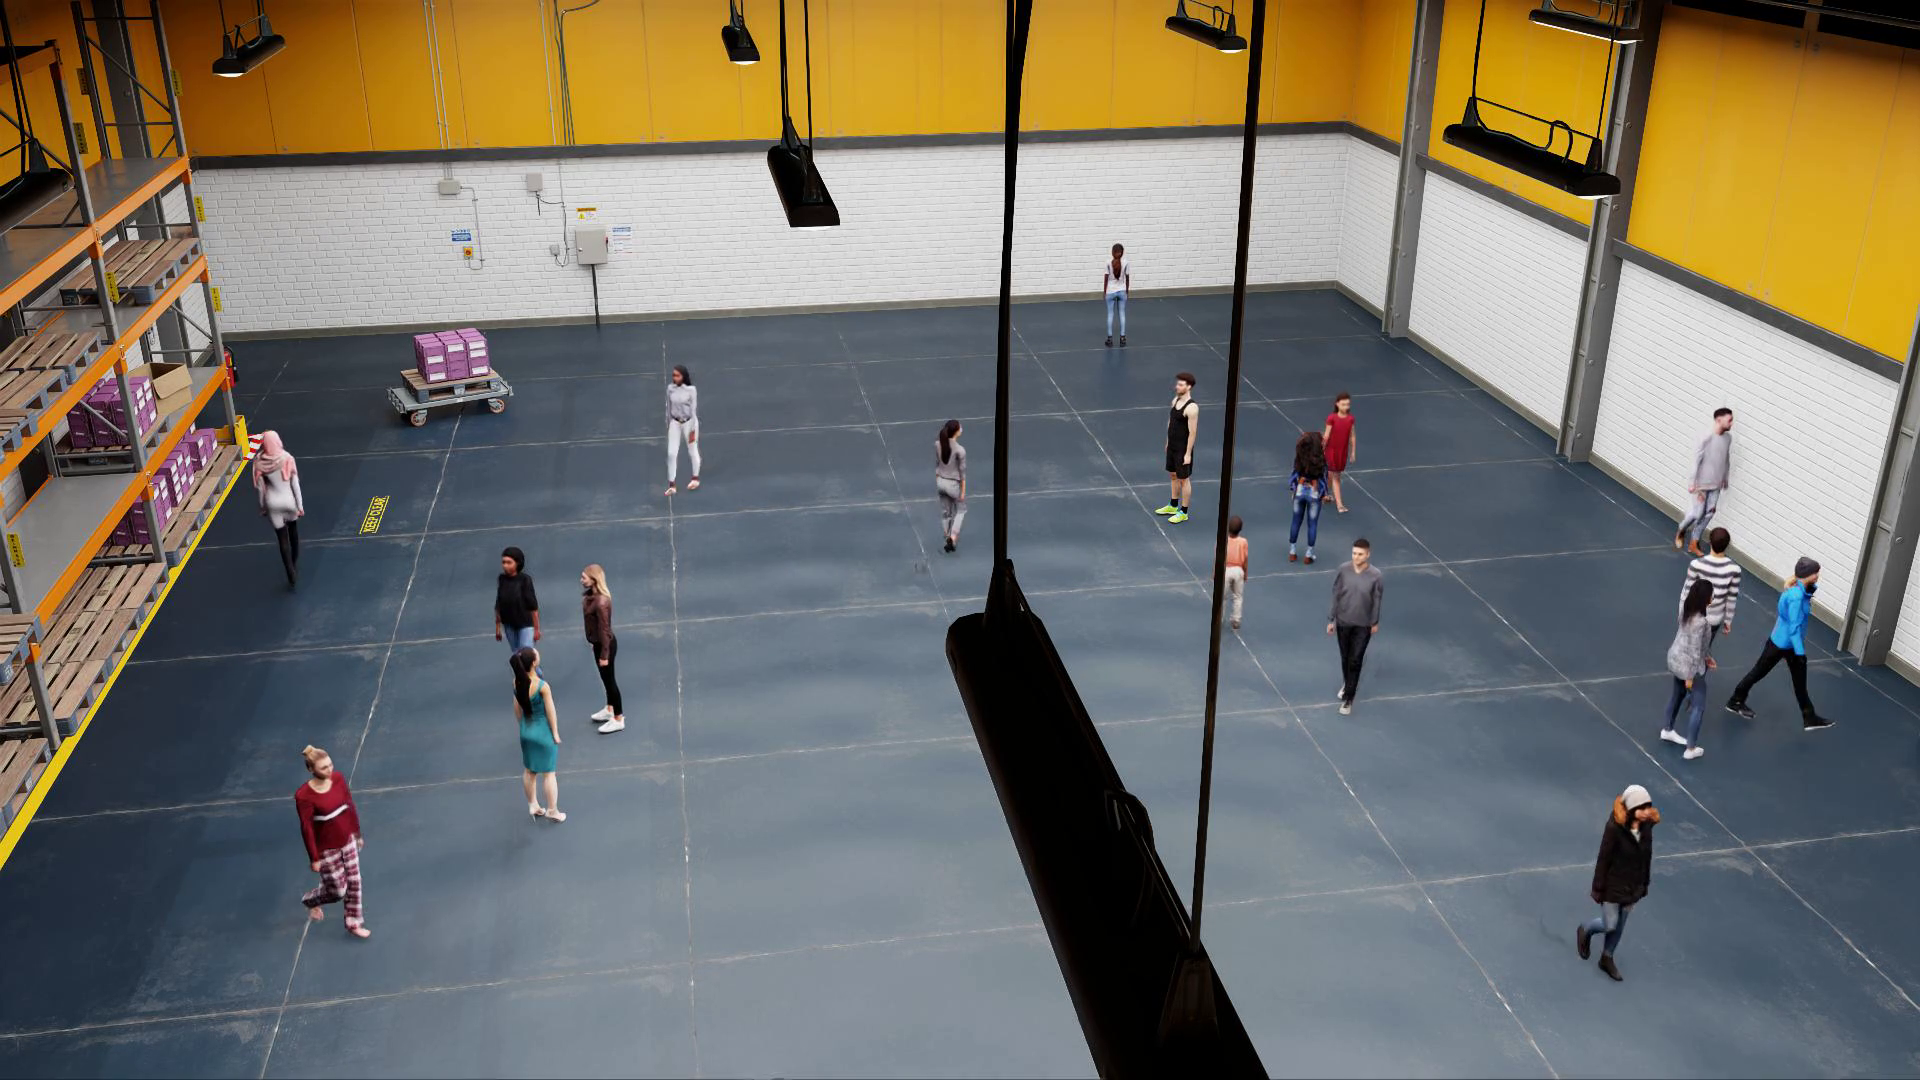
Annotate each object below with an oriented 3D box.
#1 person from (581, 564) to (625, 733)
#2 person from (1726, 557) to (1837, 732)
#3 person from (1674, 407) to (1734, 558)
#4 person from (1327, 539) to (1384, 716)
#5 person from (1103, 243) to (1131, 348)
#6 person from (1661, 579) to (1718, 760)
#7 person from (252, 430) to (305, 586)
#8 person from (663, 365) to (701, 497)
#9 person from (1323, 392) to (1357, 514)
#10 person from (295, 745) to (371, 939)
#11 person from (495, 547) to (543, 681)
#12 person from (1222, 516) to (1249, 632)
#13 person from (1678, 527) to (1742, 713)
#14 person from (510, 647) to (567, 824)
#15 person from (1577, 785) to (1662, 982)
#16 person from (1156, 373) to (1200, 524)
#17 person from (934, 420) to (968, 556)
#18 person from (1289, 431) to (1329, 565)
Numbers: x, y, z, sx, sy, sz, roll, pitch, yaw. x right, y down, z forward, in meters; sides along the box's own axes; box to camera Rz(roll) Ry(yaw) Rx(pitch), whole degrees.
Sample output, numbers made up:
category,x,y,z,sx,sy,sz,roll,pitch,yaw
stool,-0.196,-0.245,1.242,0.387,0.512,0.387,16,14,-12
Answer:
category,x,y,z,sx,sy,sz,roll,pitch,yaw
person,-3.389,1.008,15.839,0.700,1.704,0.511,-9,25,-19
person,7.744,0.987,15.841,1.238,1.741,1.119,19,30,36
person,8.804,-0.705,19.619,0.769,1.814,0.770,-6,24,-13
person,3.889,0.780,16.318,0.968,1.737,1.065,12,26,26
person,2.576,-4.048,27.386,0.607,1.719,0.558,-1,24,-3
person,6.721,1.143,15.510,0.804,1.720,0.718,6,24,14
person,-7.691,-0.336,18.852,0.798,1.753,1.225,-8,25,-18
person,-3.513,-1.458,21.480,0.840,1.703,1.013,6,24,14
person,4.743,-1.138,20.992,0.561,1.508,1.044,-5,24,-11
person,-4.892,2.326,12.843,0.902,1.688,0.852,11,26,24
person,-4.276,0.813,16.301,0.693,1.691,0.731,8,25,18
person,2.914,0.352,17.830,0.532,1.310,0.524,1,24,3
person,7.246,0.802,16.175,0.907,1.812,1.217,4,24,9
person,-3.646,1.676,14.333,0.620,1.686,0.646,10,26,22
person,4.898,2.521,12.470,0.695,1.629,0.735,-8,25,-17
person,2.726,-1.160,20.559,0.795,1.895,0.622,-11,26,-23
person,-0.163,-0.584,19.529,0.771,1.665,0.830,15,28,31
person,4.061,-0.512,19.418,0.699,1.621,0.735,12,26,25
